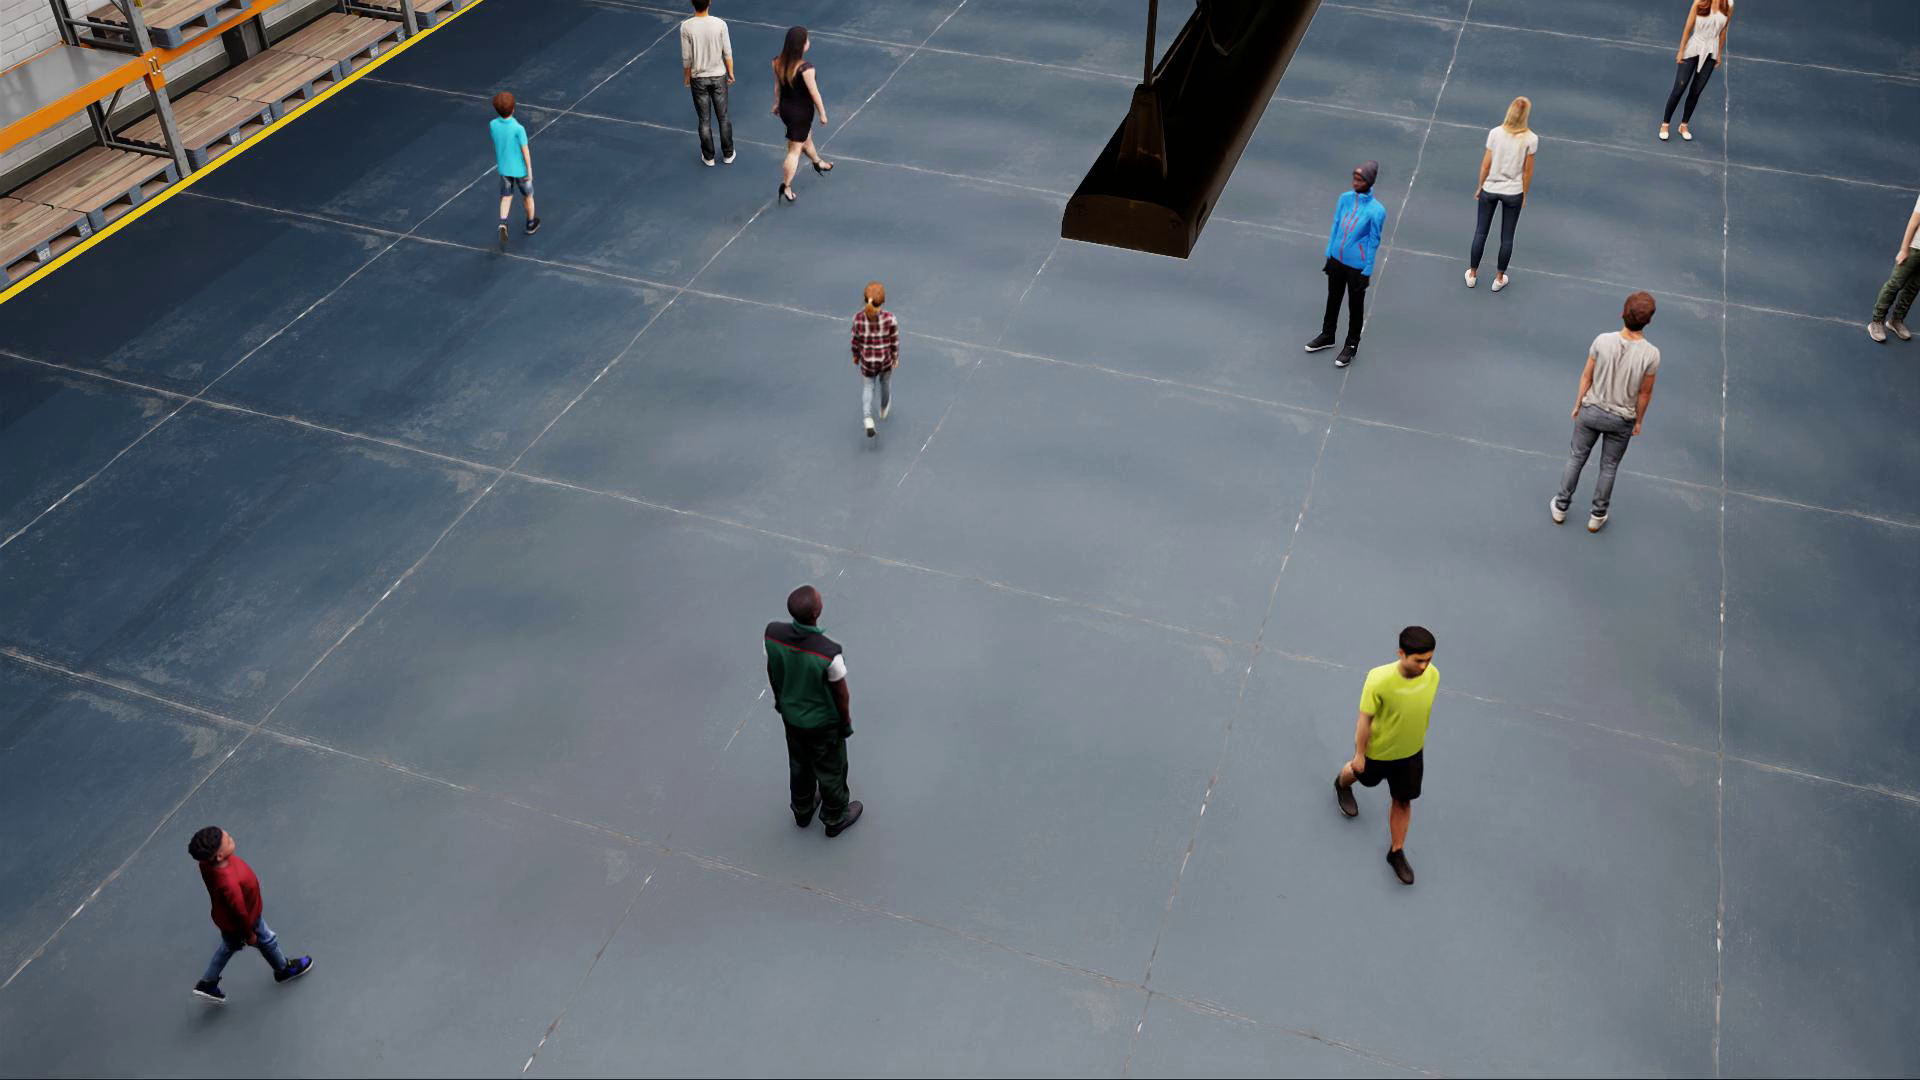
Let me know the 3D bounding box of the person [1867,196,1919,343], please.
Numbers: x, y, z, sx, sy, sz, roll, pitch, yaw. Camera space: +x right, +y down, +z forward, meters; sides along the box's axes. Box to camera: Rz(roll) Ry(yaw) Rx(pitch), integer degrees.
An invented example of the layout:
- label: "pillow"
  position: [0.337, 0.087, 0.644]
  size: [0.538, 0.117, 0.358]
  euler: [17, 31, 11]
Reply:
- label: "person"
  position: [8.160, -2.471, 14.106]
  size: [0.663, 1.654, 0.669]
  euler: [-4, 39, -5]

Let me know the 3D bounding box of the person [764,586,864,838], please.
- label: "person"
  position: [-0.853, 0.994, 9.618]
  size: [0.708, 1.839, 0.640]
  euler: [18, 42, 21]

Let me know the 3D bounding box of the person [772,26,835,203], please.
- label: "person"
  position: [-1.629, -4.066, 16.089]
  size: [0.936, 1.672, 1.160]
  euler: [29, 47, 31]

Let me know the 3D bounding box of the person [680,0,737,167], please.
- label: "person"
  position: [-2.526, -4.652, 16.710]
  size: [0.733, 1.811, 0.724]
  euler: [-7, 39, -9]

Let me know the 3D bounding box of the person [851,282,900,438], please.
- label: "person"
  position: [-0.665, -1.414, 13.073]
  size: [0.683, 1.291, 0.906]
  euler: [2, 39, 2]

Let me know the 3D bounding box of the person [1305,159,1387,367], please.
- label: "person"
  position: [3.255, -2.315, 13.798]
  size: [0.694, 1.794, 0.691]
  euler: [-30, 48, -32]

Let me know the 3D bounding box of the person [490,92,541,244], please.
- label: "person"
  position: [-4.207, -3.463, 15.523]
  size: [0.597, 1.436, 0.846]
  euler: [9, 39, 11]

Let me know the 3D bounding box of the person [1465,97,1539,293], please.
- label: "person"
  position: [4.793, -3.056, 14.714]
  size: [0.600, 1.809, 0.516]
  euler: [15, 41, 18]

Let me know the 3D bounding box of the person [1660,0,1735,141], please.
- label: "person"
  position: [7.639, -5.019, 17.191]
  size: [0.655, 1.785, 0.617]
  euler: [3, 39, 3]

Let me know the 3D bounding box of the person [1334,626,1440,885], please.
- label: "person"
  position: [2.441, 1.109, 9.609]
  size: [1.008, 1.671, 1.184]
  euler: [-8, 39, -10]

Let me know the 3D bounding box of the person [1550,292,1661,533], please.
- label: "person"
  position: [4.656, -0.910, 11.960]
  size: [0.661, 1.892, 0.574]
  euler: [17, 42, 20]

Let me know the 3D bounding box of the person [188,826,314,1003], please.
- label: "person"
  position: [-3.898, 2.015, 8.824]
  size: [0.708, 1.236, 0.890]
  euler: [32, 48, 33]
